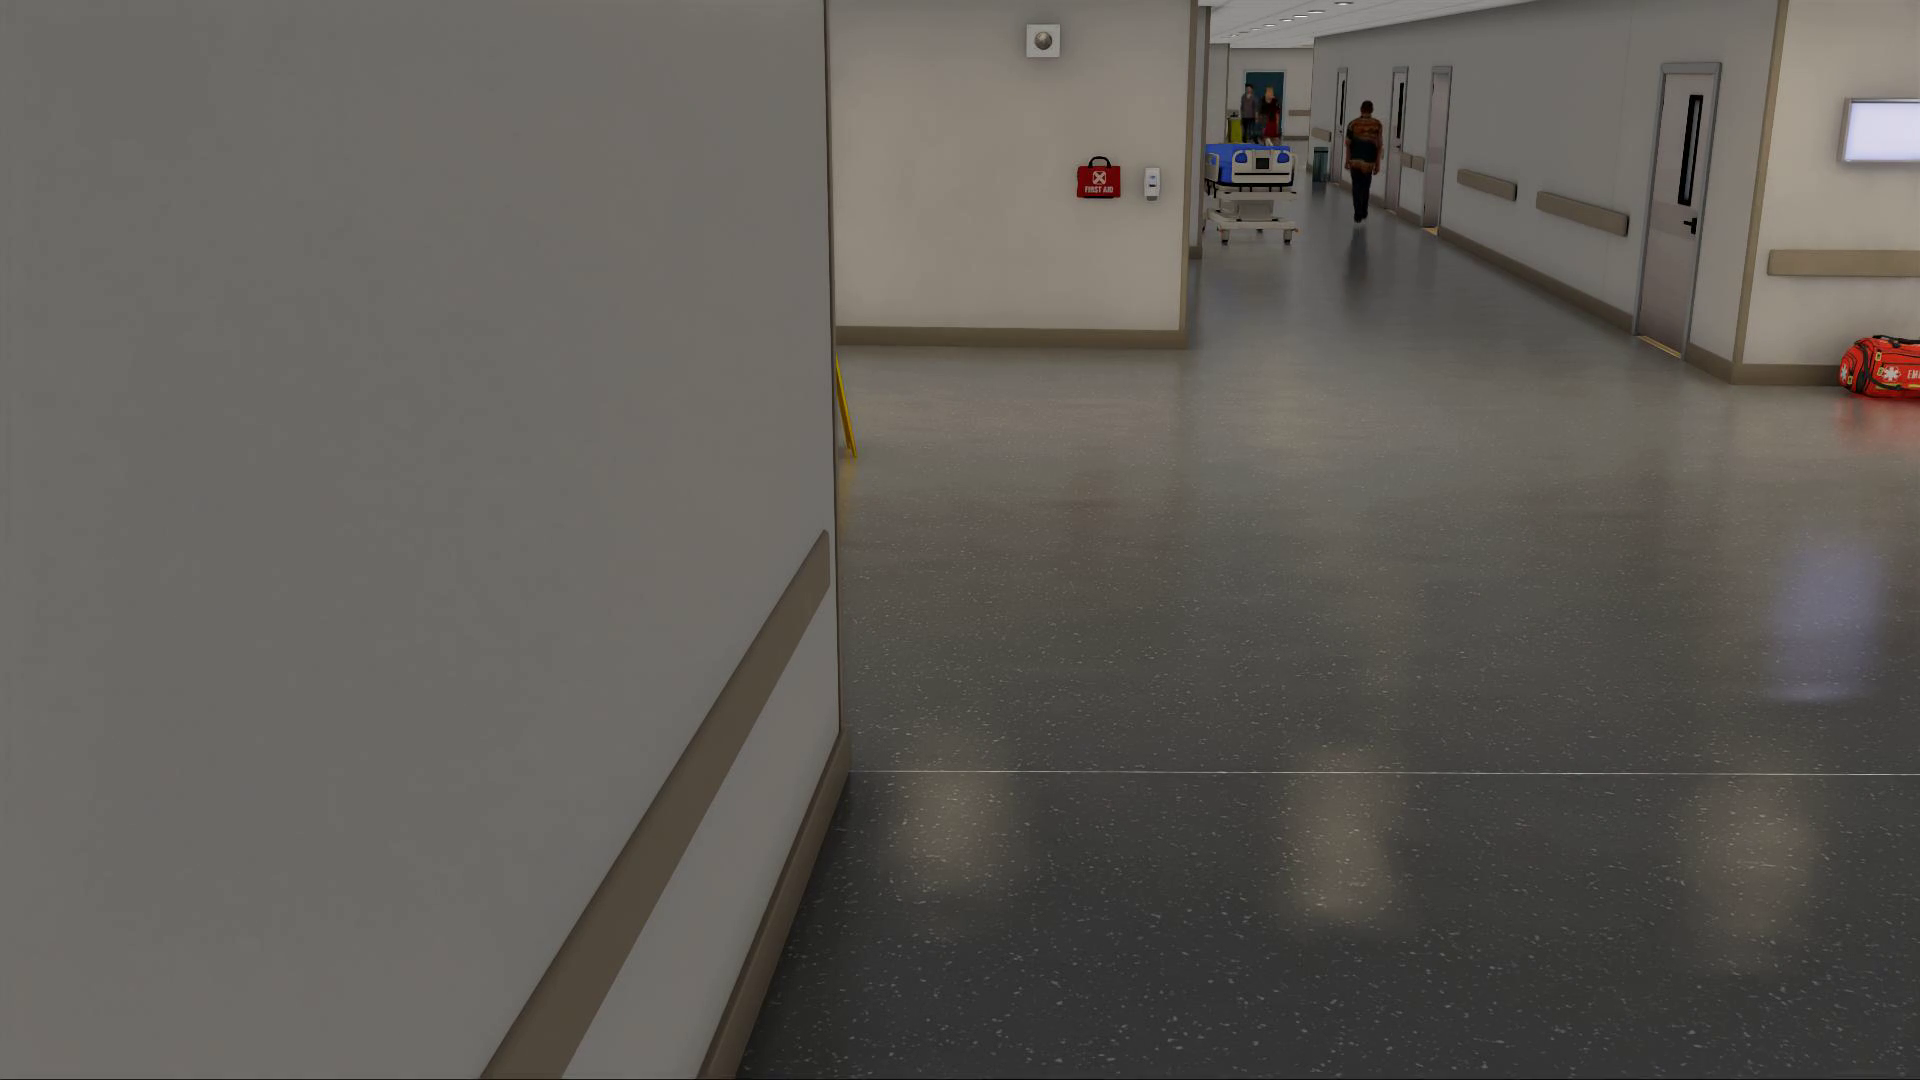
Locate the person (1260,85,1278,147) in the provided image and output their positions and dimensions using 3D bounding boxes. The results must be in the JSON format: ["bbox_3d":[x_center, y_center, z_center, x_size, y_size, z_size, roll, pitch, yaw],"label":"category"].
[{"bbox_3d":[9.156,-12.528,49.334,0.643,1.821,0.687,1,16,4],"label":"person"}]

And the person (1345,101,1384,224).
[{"bbox_3d":[6.046,-5.653,24.950,0.856,1.781,0.743,1,16,4],"label":"person"}]

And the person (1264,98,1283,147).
[{"bbox_3d":[8.378,-11.102,44.795,0.931,1.534,0.889,-14,21,-41],"label":"person"}]

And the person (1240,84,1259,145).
[{"bbox_3d":[8.177,-11.877,46.913,1.115,1.882,1.089,11,19,35],"label":"person"}]
